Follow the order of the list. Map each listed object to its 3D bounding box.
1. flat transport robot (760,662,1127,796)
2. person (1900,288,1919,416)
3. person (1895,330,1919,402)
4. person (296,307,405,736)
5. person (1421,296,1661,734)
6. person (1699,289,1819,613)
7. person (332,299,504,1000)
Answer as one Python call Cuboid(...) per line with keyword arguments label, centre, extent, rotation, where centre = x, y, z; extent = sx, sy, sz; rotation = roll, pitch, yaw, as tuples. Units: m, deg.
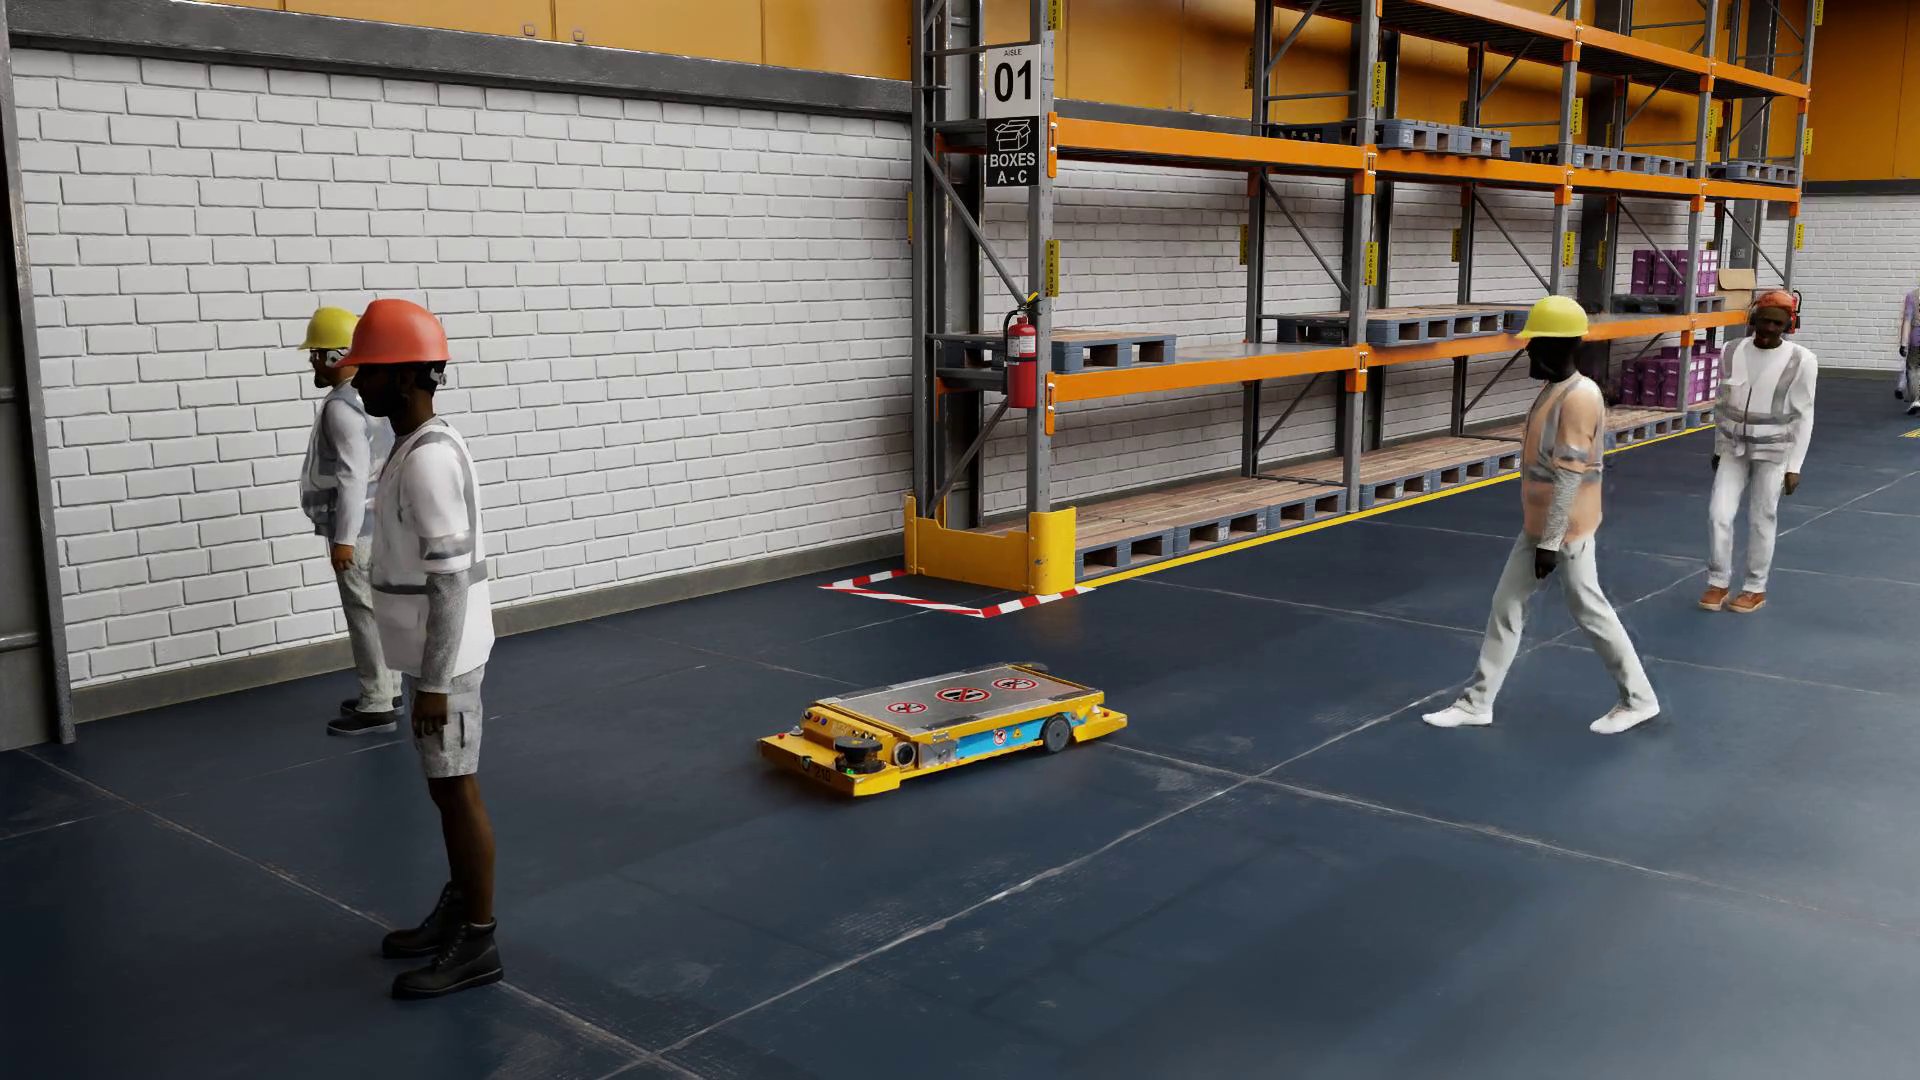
Cuboid(label="flat transport robot", centre=(-0.045, 0.747, 6.866), extent=(1.431, 0.197, 0.652), rotation=(-8, 13, -38))
Cuboid(label="person", centre=(11.873, -2.450, 20.402), extent=(0.606, 1.907, 0.438), rotation=(4, 11, 20))
Cuboid(label="person", centre=(12.986, -2.709, 22.403), extent=(0.365, 1.730, 0.548), rotation=(-5, 11, -26))
Cuboid(label="person", centre=(-2.603, -0.081, 7.141), extent=(0.404, 1.827, 0.600), rotation=(-1, 10, -7))
Cuboid(label="person", centre=(2.550, -0.085, 7.053), extent=(0.991, 1.886, 0.600), rotation=(1, 10, 4))
Cuboid(label="person", centre=(4.501, -0.479, 9.346), extent=(0.500, 1.847, 0.616), rotation=(-8, 13, -37))
Cuboid(label="person", centre=(-1.493, 0.307, 4.628), extent=(0.379, 1.938, 0.547), rotation=(-4, 11, -20))
